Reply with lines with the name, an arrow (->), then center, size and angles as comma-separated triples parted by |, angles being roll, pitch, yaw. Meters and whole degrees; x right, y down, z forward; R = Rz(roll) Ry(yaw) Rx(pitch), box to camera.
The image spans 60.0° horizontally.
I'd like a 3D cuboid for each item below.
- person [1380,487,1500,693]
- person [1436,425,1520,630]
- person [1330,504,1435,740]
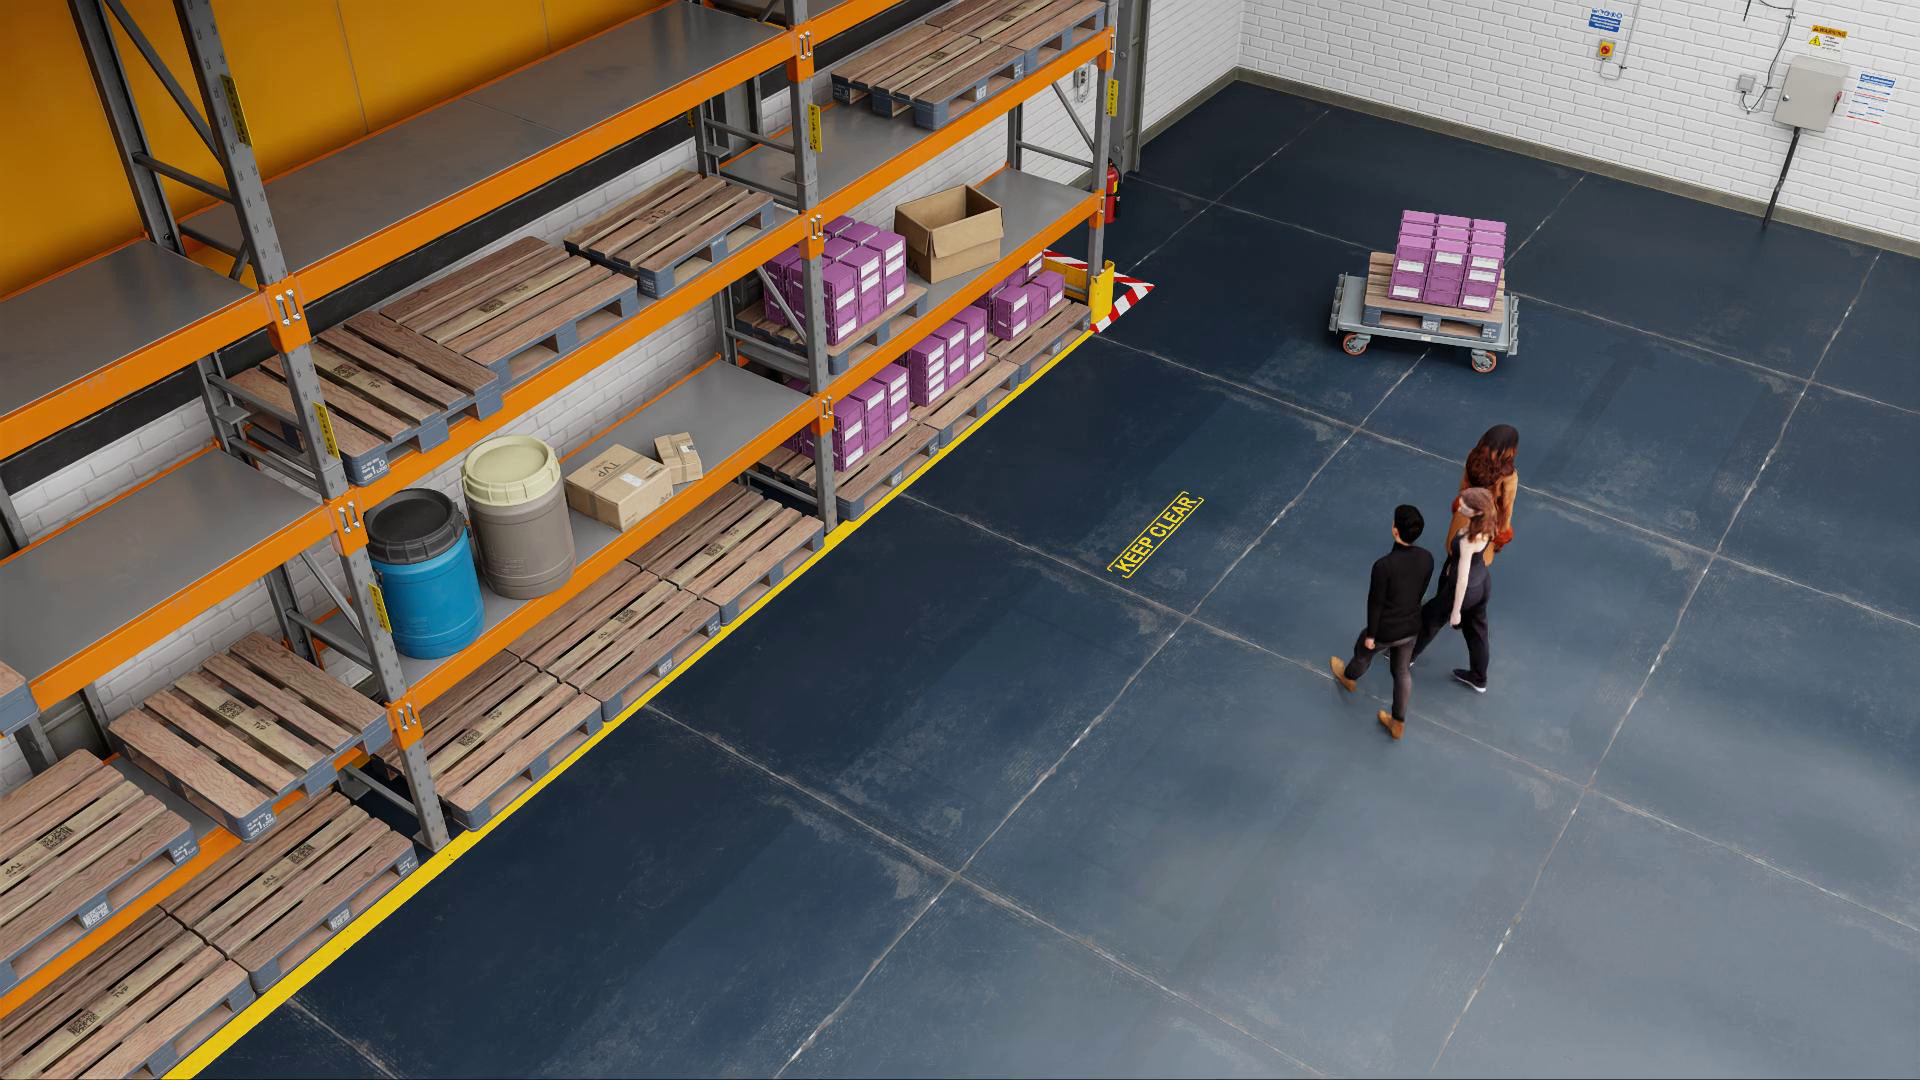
person -> 3.503, 0.378, 11.254 | 0.740, 1.700, 0.915 | 25, 45, 27
person -> 3.691, -0.104, 11.839 | 0.720, 1.724, 0.756 | -24, 45, -27
person -> 2.897, 0.596, 10.991 | 1.084, 1.686, 1.076 | -13, 40, -15
